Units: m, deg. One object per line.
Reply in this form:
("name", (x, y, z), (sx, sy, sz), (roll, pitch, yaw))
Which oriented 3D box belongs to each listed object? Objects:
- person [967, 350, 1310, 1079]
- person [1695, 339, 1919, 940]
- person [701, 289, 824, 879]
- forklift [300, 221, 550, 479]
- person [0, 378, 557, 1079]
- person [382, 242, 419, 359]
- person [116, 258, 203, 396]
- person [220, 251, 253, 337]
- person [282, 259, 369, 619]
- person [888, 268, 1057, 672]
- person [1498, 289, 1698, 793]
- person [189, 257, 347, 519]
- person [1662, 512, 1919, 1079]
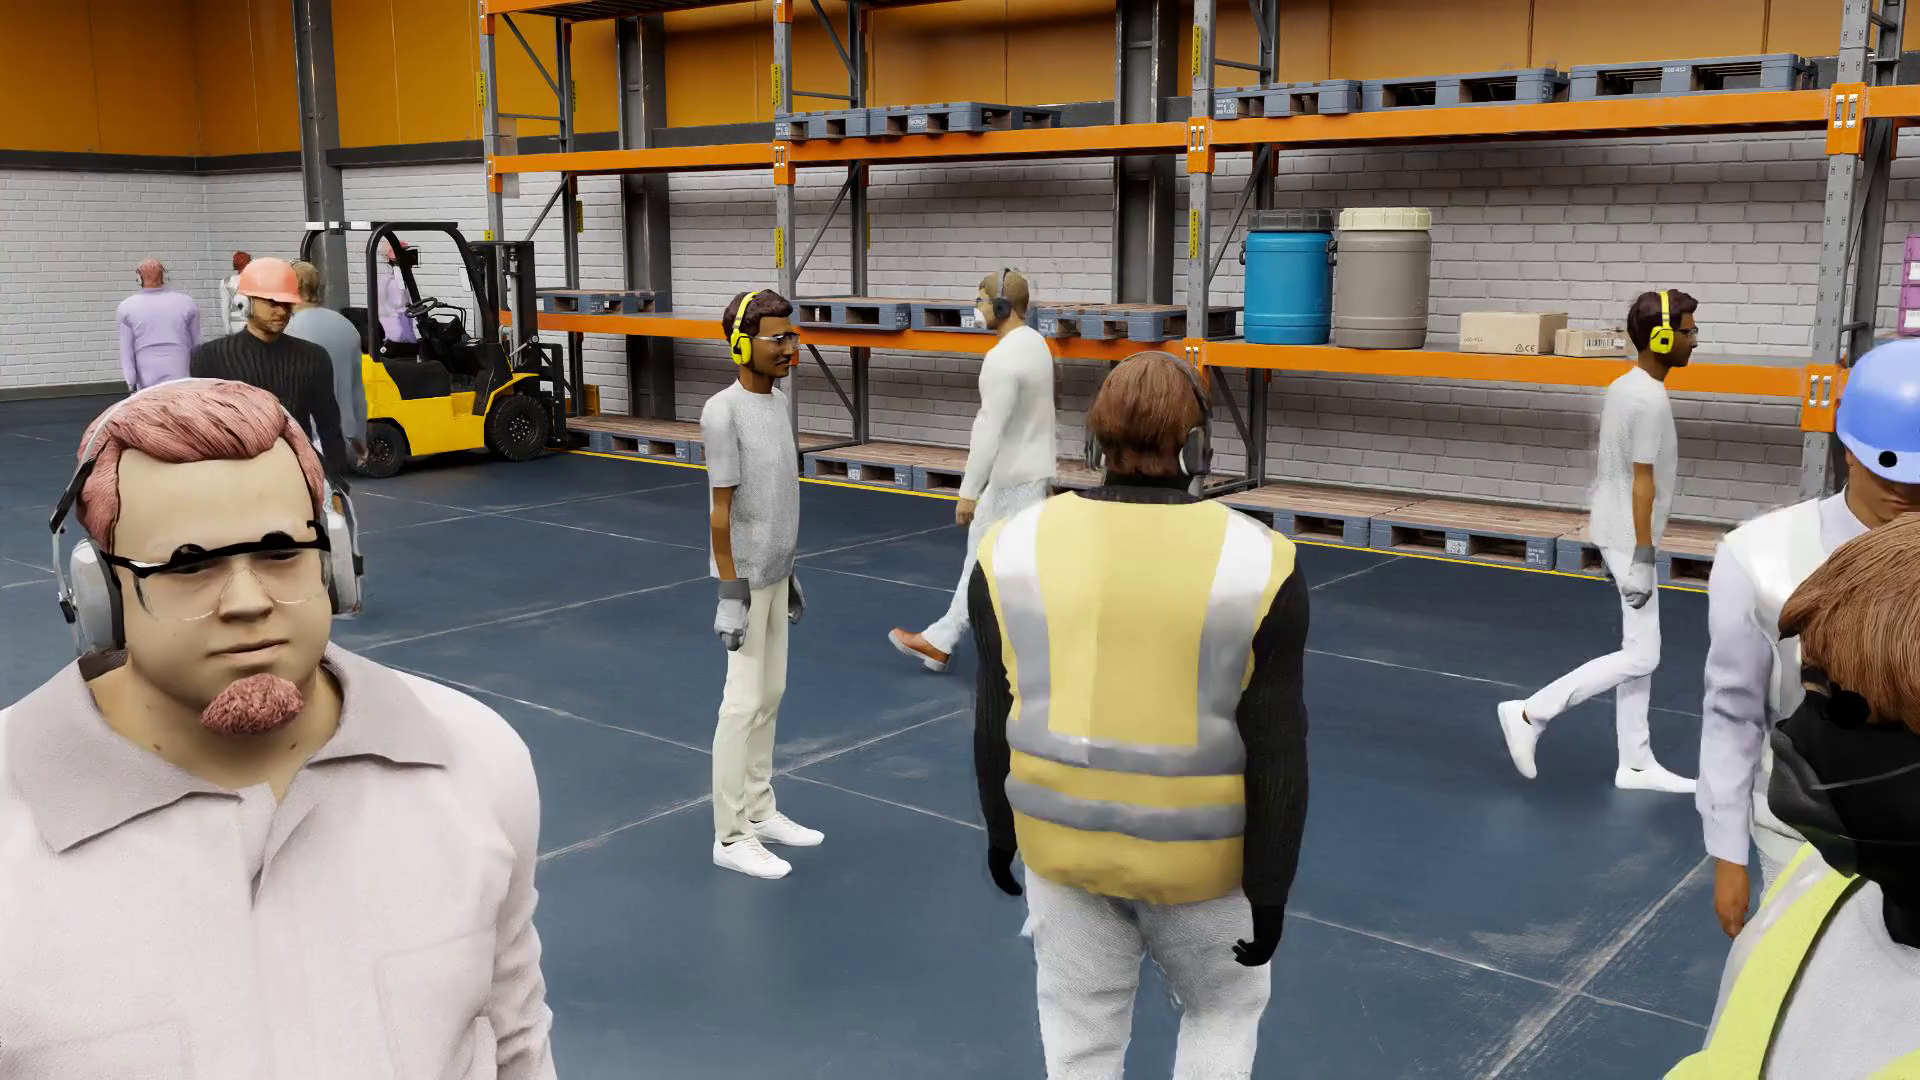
("person", (0.322, 0.568, 3.078), (0.631, 1.831, 0.452), (3, 11, 15))
("person", (1.719, 0.555, 3.074), (0.673, 1.856, 1.040), (6, 12, 29))
("person", (-0.637, 0.134, 5.362), (0.312, 1.869, 0.538), (3, 11, 16))
("forklift", (-4.922, -1.741, 14.854), (1.214, 2.155, 2.313), (8, 13, 38))
("person", (-0.630, 0.807, 1.528), (0.637, 1.911, 0.403), (-9, 13, -40))
("person", (-5.955, -2.210, 18.017), (1.007, 1.986, 0.626), (-3, 11, -18))
("person", (-6.595, -1.386, 13.785), (0.639, 1.876, 0.912), (-5, 11, -27))
("person", (-8.695, -2.573, 20.326), (0.572, 1.884, 0.354), (-3, 11, -18))
("person", (-3.504, -0.525, 8.866), (0.631, 1.919, 0.661), (3, 11, 17))
("person", (0.130, -0.261, 7.482), (0.989, 1.889, 0.660), (2, 11, 13))
("person", (2.379, 0.021, 6.030), (0.666, 1.855, 0.537), (2, 10, 12))
("person", (-2.941, -0.233, 7.197), (0.622, 1.935, 1.032), (-9, 13, -40))
("person", (0.723, 0.885, 1.287), (0.430, 1.840, 0.625), (1, 10, 4))
